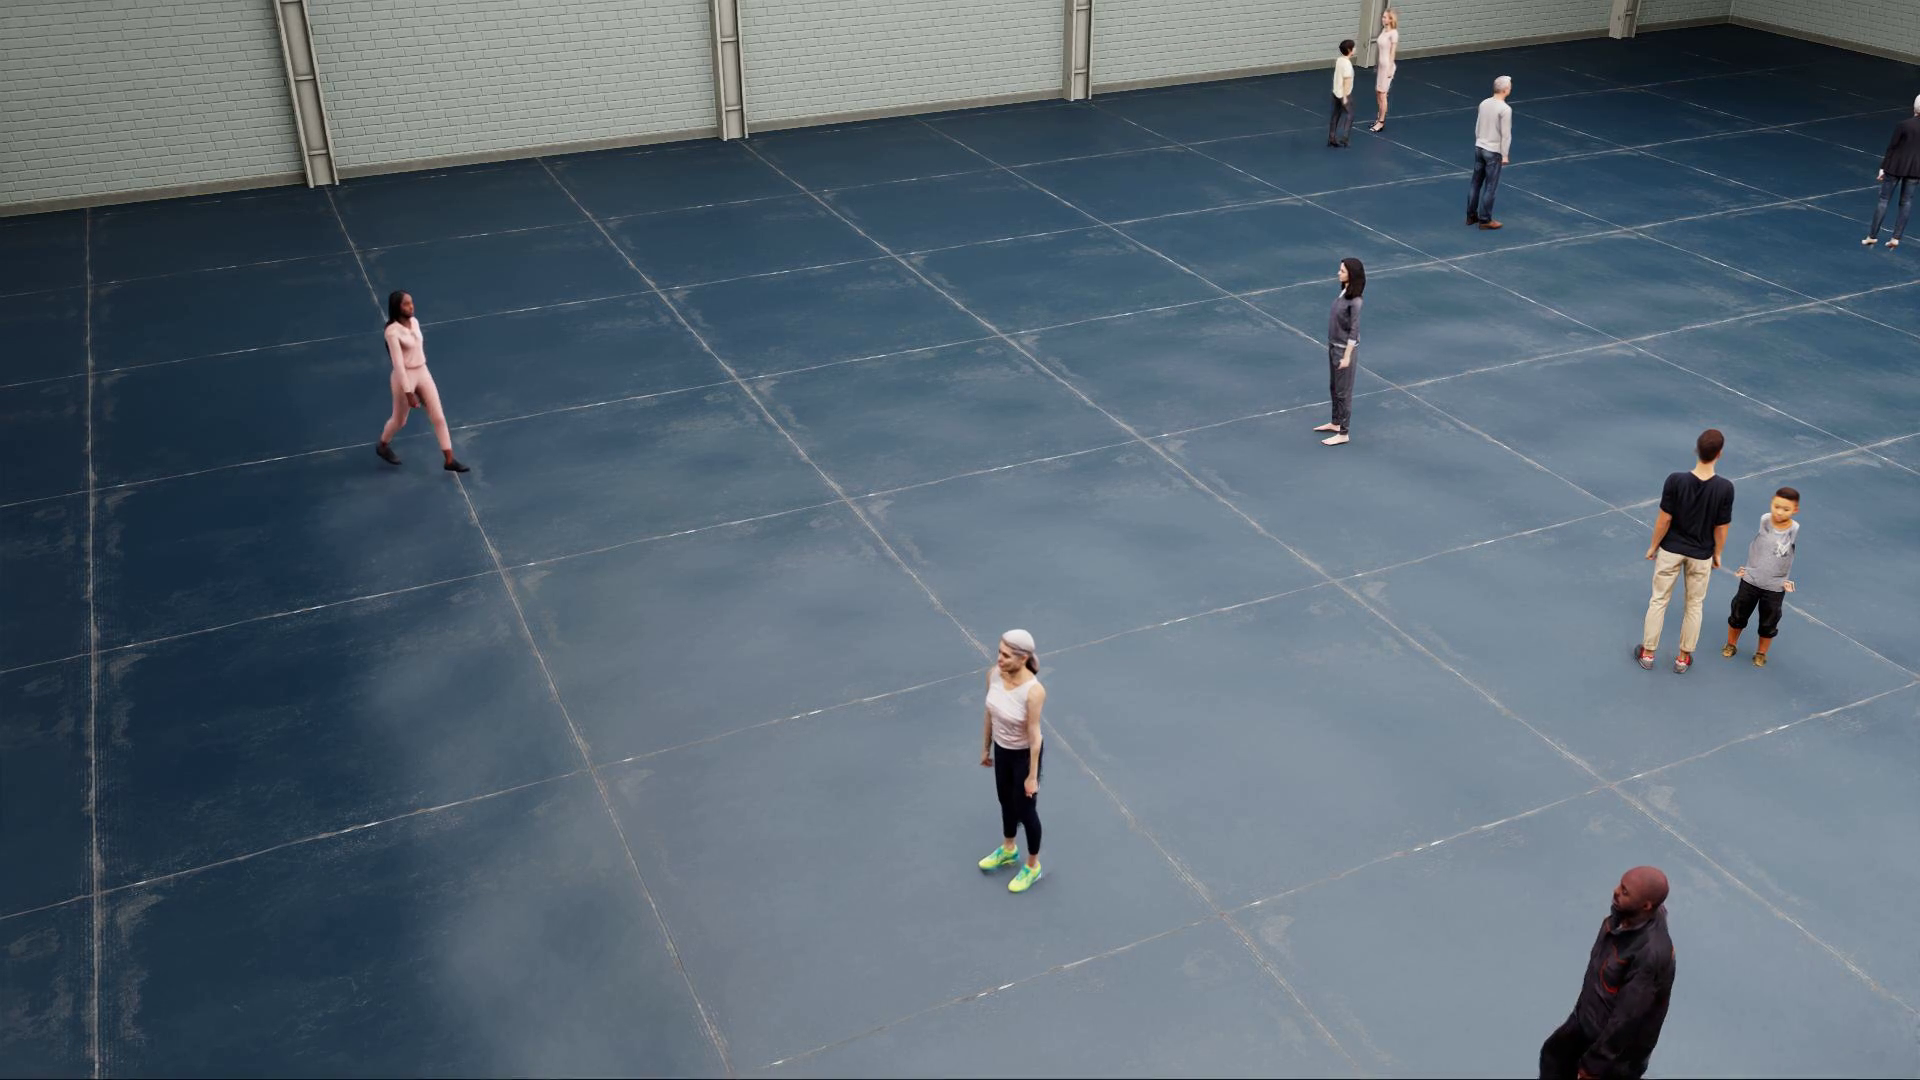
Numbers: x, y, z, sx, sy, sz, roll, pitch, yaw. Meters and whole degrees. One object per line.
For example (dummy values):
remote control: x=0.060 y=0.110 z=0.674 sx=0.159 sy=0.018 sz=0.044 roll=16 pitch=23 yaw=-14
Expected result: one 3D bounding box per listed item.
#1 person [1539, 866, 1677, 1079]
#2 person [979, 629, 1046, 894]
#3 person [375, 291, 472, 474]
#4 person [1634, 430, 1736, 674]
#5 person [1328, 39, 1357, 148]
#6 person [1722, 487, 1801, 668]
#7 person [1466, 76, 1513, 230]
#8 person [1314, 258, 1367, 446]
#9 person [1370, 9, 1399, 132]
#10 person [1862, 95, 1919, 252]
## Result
person: x=3.154 y=2.264 z=7.729 sx=0.973 sy=1.812 sz=0.889 roll=1 pitch=28 yaw=1
person: x=0.341 y=1.257 z=9.737 sx=0.610 sy=1.703 sz=0.653 roll=-21 pitch=35 yaw=-34
person: x=-4.920 y=-1.357 z=14.666 sx=1.196 sy=1.681 sz=1.136 roll=10 pitch=30 yaw=18
person: x=5.142 y=0.092 z=11.768 sx=0.690 sy=1.850 sz=0.757 roll=9 pitch=29 yaw=16
person: x=5.590 y=-6.582 z=24.591 sx=0.659 sy=1.576 sz=0.664 roll=-5 pitch=28 yaw=-10
person: x=5.801 y=0.218 z=11.953 sx=0.630 sy=1.453 sz=0.637 roll=18 pitch=33 yaw=31
person: x=6.739 y=-4.929 z=21.131 sx=0.599 sy=1.911 sz=0.717 roll=-12 pitch=30 yaw=-21
person: x=3.538 y=-1.752 z=15.321 sx=0.637 sy=1.764 sz=0.666 roll=-2 pitch=28 yaw=-3
person: x=6.559 y=-7.198 z=25.482 sx=0.631 sy=1.826 sz=0.672 roll=-4 pitch=28 yaw=-7
person: x=10.498 y=-4.126 z=18.558 sx=0.810 sy=1.781 sz=0.792 roll=7 pitch=29 yaw=12
